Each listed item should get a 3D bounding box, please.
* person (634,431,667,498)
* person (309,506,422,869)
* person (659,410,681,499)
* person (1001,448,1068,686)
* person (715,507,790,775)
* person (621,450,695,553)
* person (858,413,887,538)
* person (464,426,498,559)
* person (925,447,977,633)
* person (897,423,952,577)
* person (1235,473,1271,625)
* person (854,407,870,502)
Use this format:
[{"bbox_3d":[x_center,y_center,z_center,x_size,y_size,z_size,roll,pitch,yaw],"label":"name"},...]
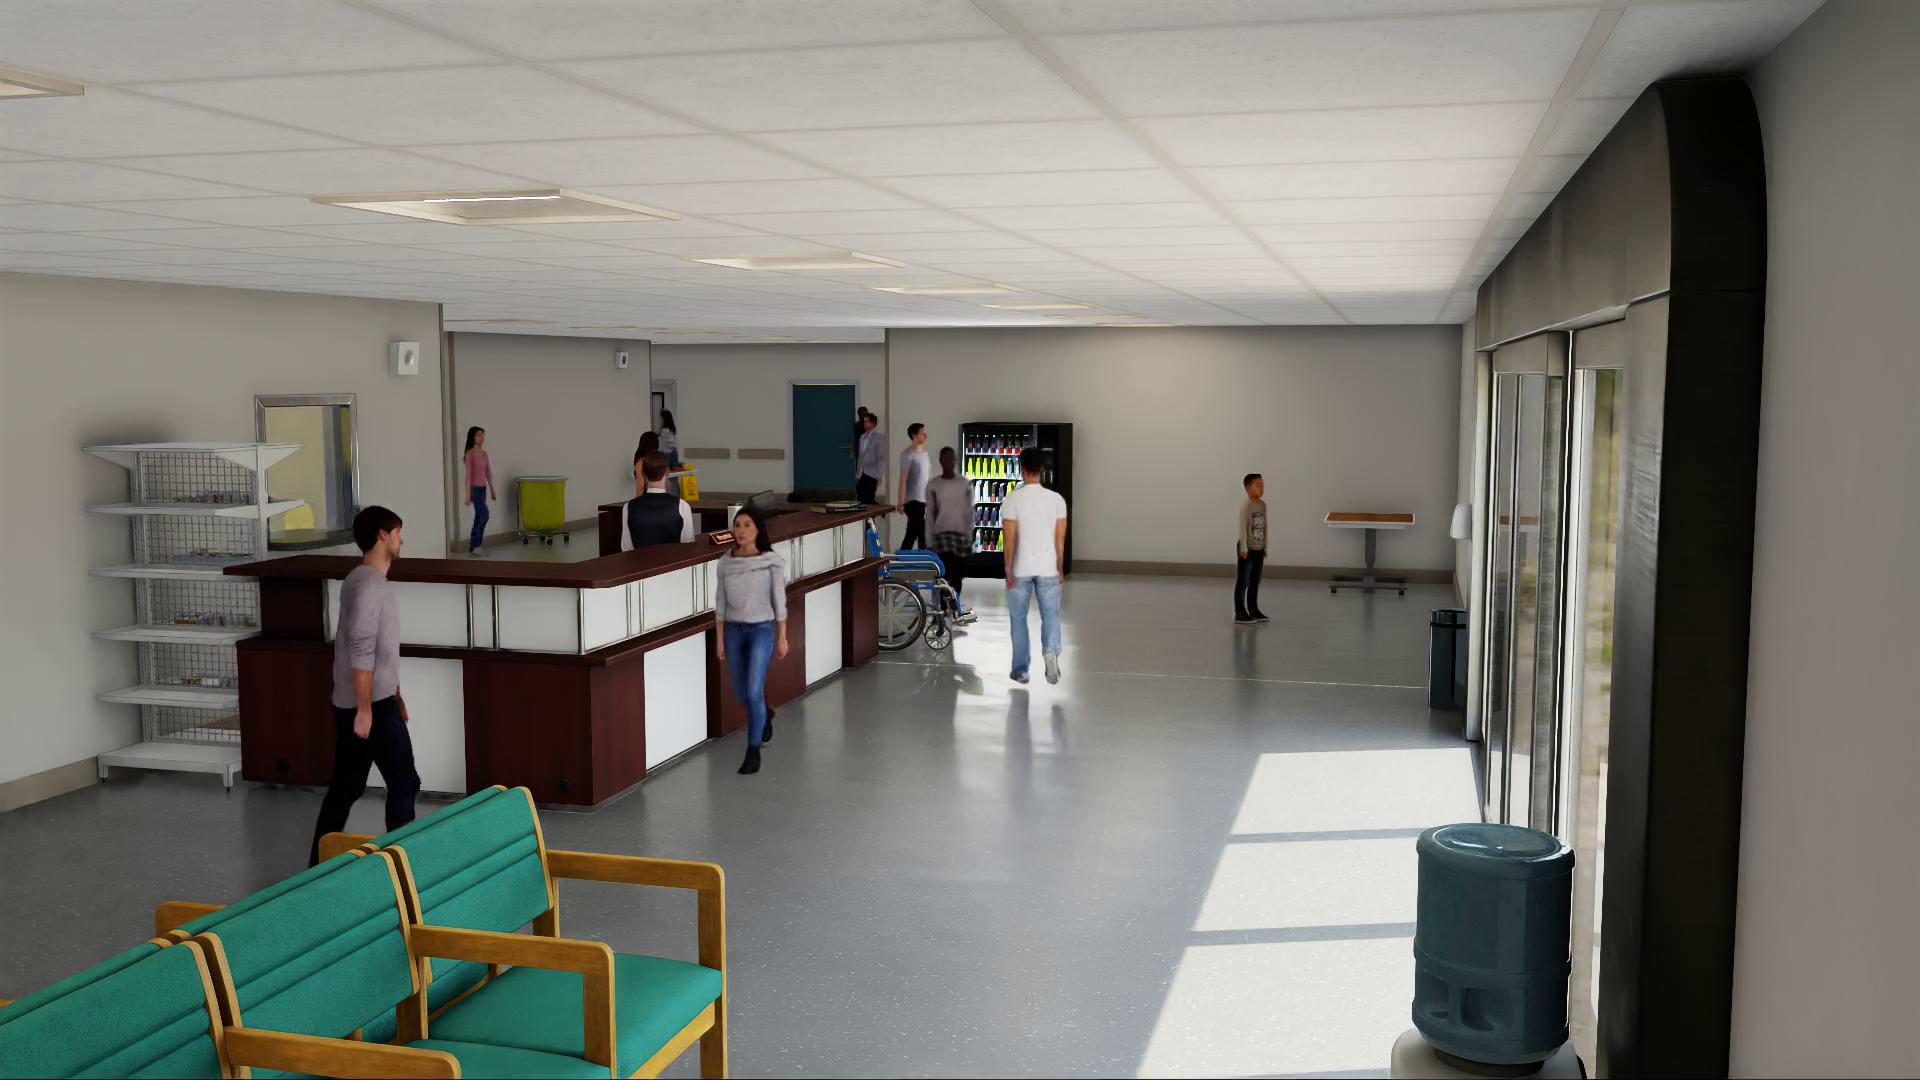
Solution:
[{"bbox_3d":[-3.562,-0.381,19.253,0.664,1.770,0.678,5,7,38],"label":"person"},{"bbox_3d":[-2.791,0.775,7.624,1.066,1.799,0.989,-2,6,-15],"label":"person"},{"bbox_3d":[-4.963,-1.342,28.729,0.766,1.770,0.705,3,6,26],"label":"person"},{"bbox_3d":[0.592,0.232,12.788,1.011,1.846,0.970,-1,6,-10],"label":"person"},{"bbox_3d":[-1.263,0.605,10.251,0.906,1.610,0.665,1,6,15],"label":"person"},{"bbox_3d":[-2.004,0.360,11.061,0.564,1.935,0.749,0,6,5],"label":"person"},{"bbox_3d":[-1.267,-0.951,24.615,1.074,1.832,1.092,-5,8,-43],"label":"person"},{"bbox_3d":[-6.431,-0.632,21.936,0.610,1.732,0.570,2,6,17],"label":"person"},{"bbox_3d":[-0.101,0.003,15.653,0.926,1.727,0.904,-1,6,-14],"label":"person"},{"bbox_3d":[-0.598,-0.417,19.263,1.060,1.841,0.835,3,6,27],"label":"person"},{"bbox_3d":[2.830,0.081,16.210,0.617,1.461,0.652,-5,8,-41],"label":"person"},{"bbox_3d":[-1.796,-1.553,30.632,0.715,1.825,0.773,0,6,-2],"label":"person"}]
